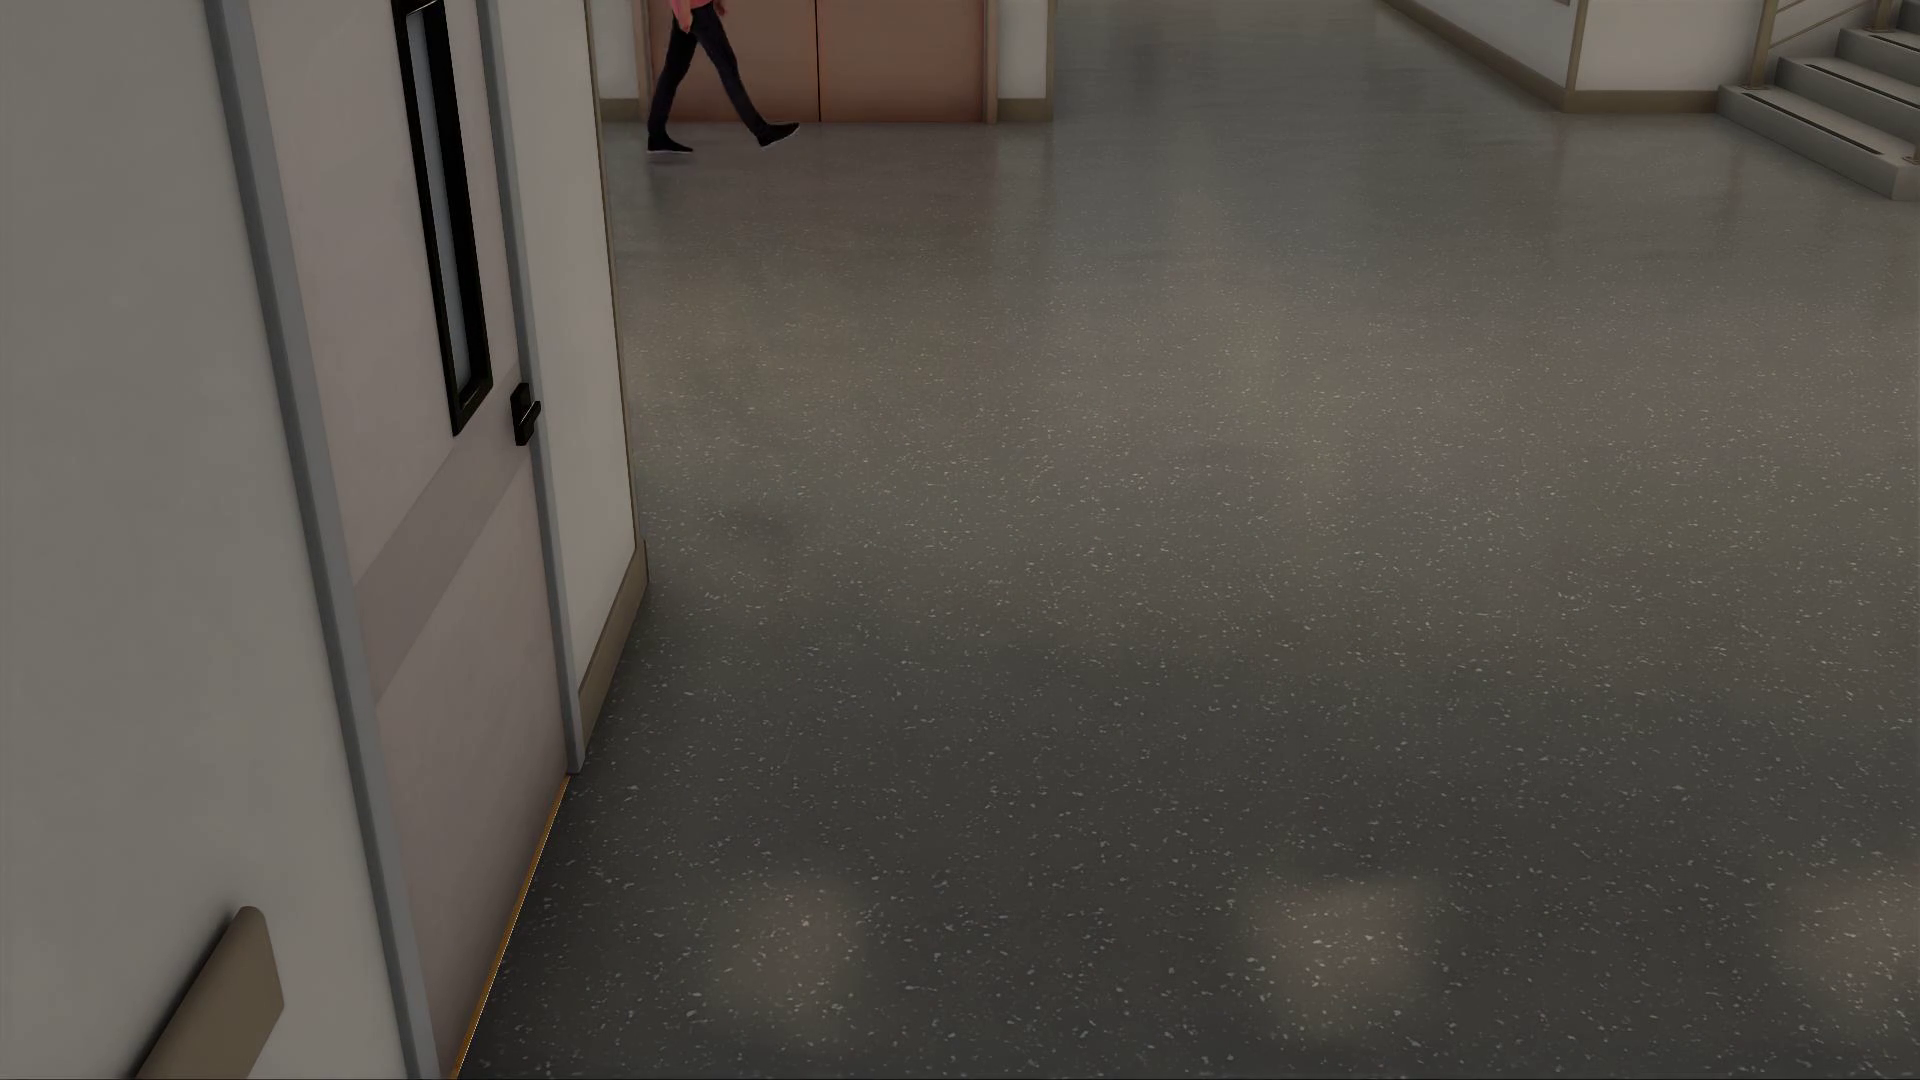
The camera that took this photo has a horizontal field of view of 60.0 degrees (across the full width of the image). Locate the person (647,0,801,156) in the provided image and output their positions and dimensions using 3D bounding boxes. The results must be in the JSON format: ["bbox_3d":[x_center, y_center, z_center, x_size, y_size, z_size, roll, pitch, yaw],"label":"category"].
[{"bbox_3d":[-1.768,-3.328,10.426,1.265,1.906,0.803,-4,26,-9],"label":"person"}]
